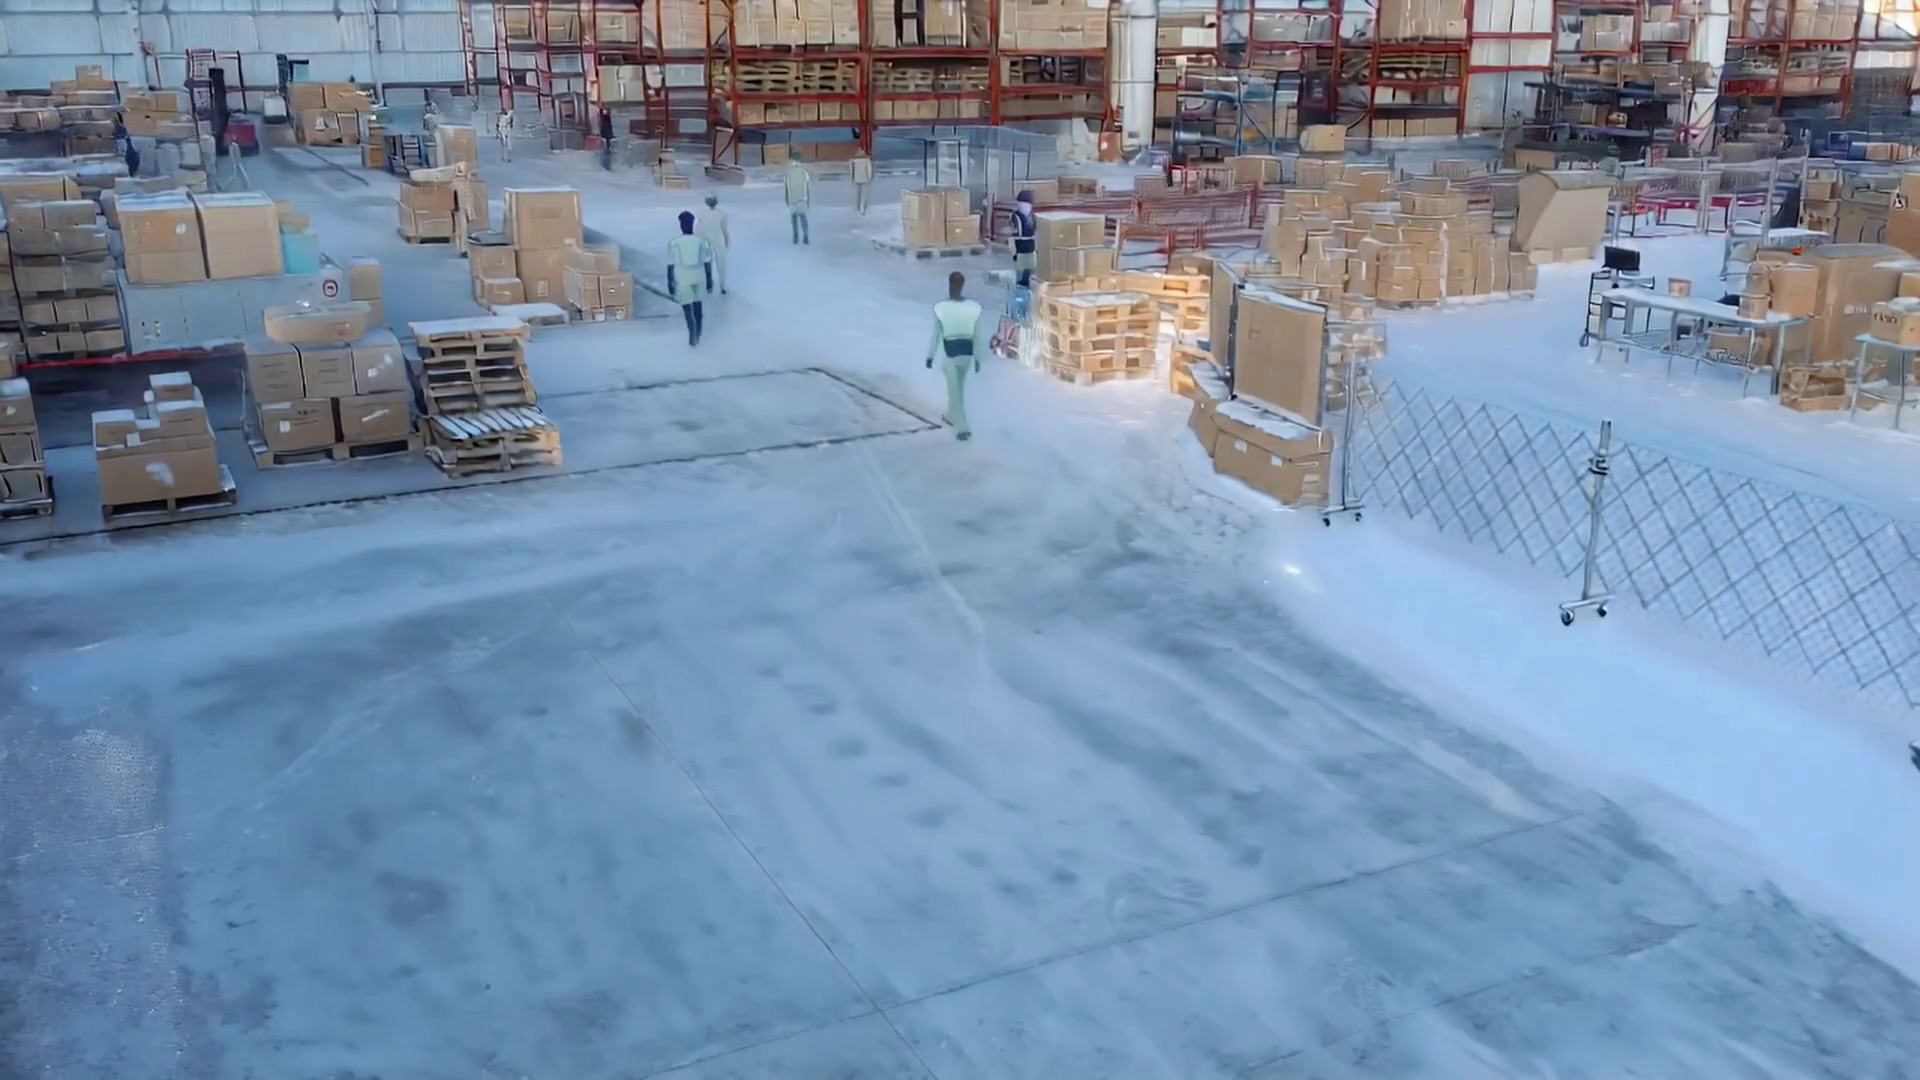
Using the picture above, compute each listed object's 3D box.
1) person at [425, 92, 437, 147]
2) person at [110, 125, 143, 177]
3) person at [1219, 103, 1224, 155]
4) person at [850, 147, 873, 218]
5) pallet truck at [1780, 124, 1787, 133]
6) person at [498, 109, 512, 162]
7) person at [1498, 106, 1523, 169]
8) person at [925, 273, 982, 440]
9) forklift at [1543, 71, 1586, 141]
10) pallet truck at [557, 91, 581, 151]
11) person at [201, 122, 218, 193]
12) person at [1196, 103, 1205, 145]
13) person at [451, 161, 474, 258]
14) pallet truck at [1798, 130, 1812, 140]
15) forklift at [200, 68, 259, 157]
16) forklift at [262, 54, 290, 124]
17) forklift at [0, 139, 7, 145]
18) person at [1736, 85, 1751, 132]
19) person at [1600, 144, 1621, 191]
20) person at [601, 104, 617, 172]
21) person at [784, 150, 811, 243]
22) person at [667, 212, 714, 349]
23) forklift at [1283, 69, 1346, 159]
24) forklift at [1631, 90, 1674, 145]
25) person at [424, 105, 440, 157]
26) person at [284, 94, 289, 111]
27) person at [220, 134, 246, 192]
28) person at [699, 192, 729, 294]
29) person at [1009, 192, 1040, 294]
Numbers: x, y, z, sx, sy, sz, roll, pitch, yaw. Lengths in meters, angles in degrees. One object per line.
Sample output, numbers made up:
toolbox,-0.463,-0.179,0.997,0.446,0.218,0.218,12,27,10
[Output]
person,-18.583,-14.804,58.553,0.391,1.912,0.589,-12,21,-32
person,-20.819,-9.358,41.363,0.871,2.000,0.760,3,18,10
person,8.690,-13.793,55.781,0.536,1.667,0.747,-3,18,-8
person,-2.306,-8.413,39.114,0.531,1.595,0.793,-1,18,-2
pallet truck,25.206,-12.542,52.601,1.601,1.201,0.680,0,18,-2
person,-14.542,-12.923,53.123,0.513,1.641,0.307,9,20,25
person,16.782,-12.114,50.196,0.972,1.884,0.572,9,20,25
person,-0.038,-2.113,19.061,0.600,1.875,0.991,-8,19,-22
forklift,18.685,-13.231,52.085,1.873,2.768,1.129,-9,20,-26
pallet truck,-13.495,-14.412,57.188,0.823,1.965,1.885,-3,18,-9
person,-19.220,-9.722,42.667,0.375,1.936,0.627,-12,21,-32
person,8.326,-14.202,57.159,0.521,1.603,0.664,2,18,6
person,-9.787,-6.521,32.805,0.327,1.865,0.520,6,19,18
pallet truck,25.526,-11.556,49.408,1.630,1.274,0.653,-9,20,-26
forklift,-24.369,-14.147,54.940,1.873,2.768,1.129,-9,20,-26
forklift,-28.567,-19.111,70.414,1.873,2.768,1.129,-9,20,-26
forklift,-35.006,-15.382,58.790,1.873,2.768,1.129,-9,20,-26
person,29.273,-15.981,62.142,0.929,1.966,0.622,-8,20,-24
person,14.663,-8.018,37.548,0.423,1.819,0.598,-7,19,-22
person,-10.497,-12.009,49.702,0.397,1.992,0.623,-7,19,-21
person,-3.379,-7.122,34.591,0.545,1.924,0.547,-5,18,-14
person,-3.946,-3.794,24.185,0.638,1.927,0.912,-6,19,-17
forklift,11.615,-13.871,54.079,1.129,2.768,1.873,-9,20,-27
forklift,24.776,-15.241,58.348,1.873,2.768,1.129,11,21,30
person,-17.292,-13.436,54.667,0.537,1.676,0.640,-16,24,-40
person,-25.497,-16.429,63.572,0.364,1.935,0.553,12,21,33
person,-18.982,-9.785,43.393,0.670,1.614,0.521,-6,19,-18
person,-4.236,-5.140,28.739,0.549,1.715,0.925,-7,19,-21
person,1.067,-4.723,27.146,0.551,1.914,0.769,-10,20,-27
